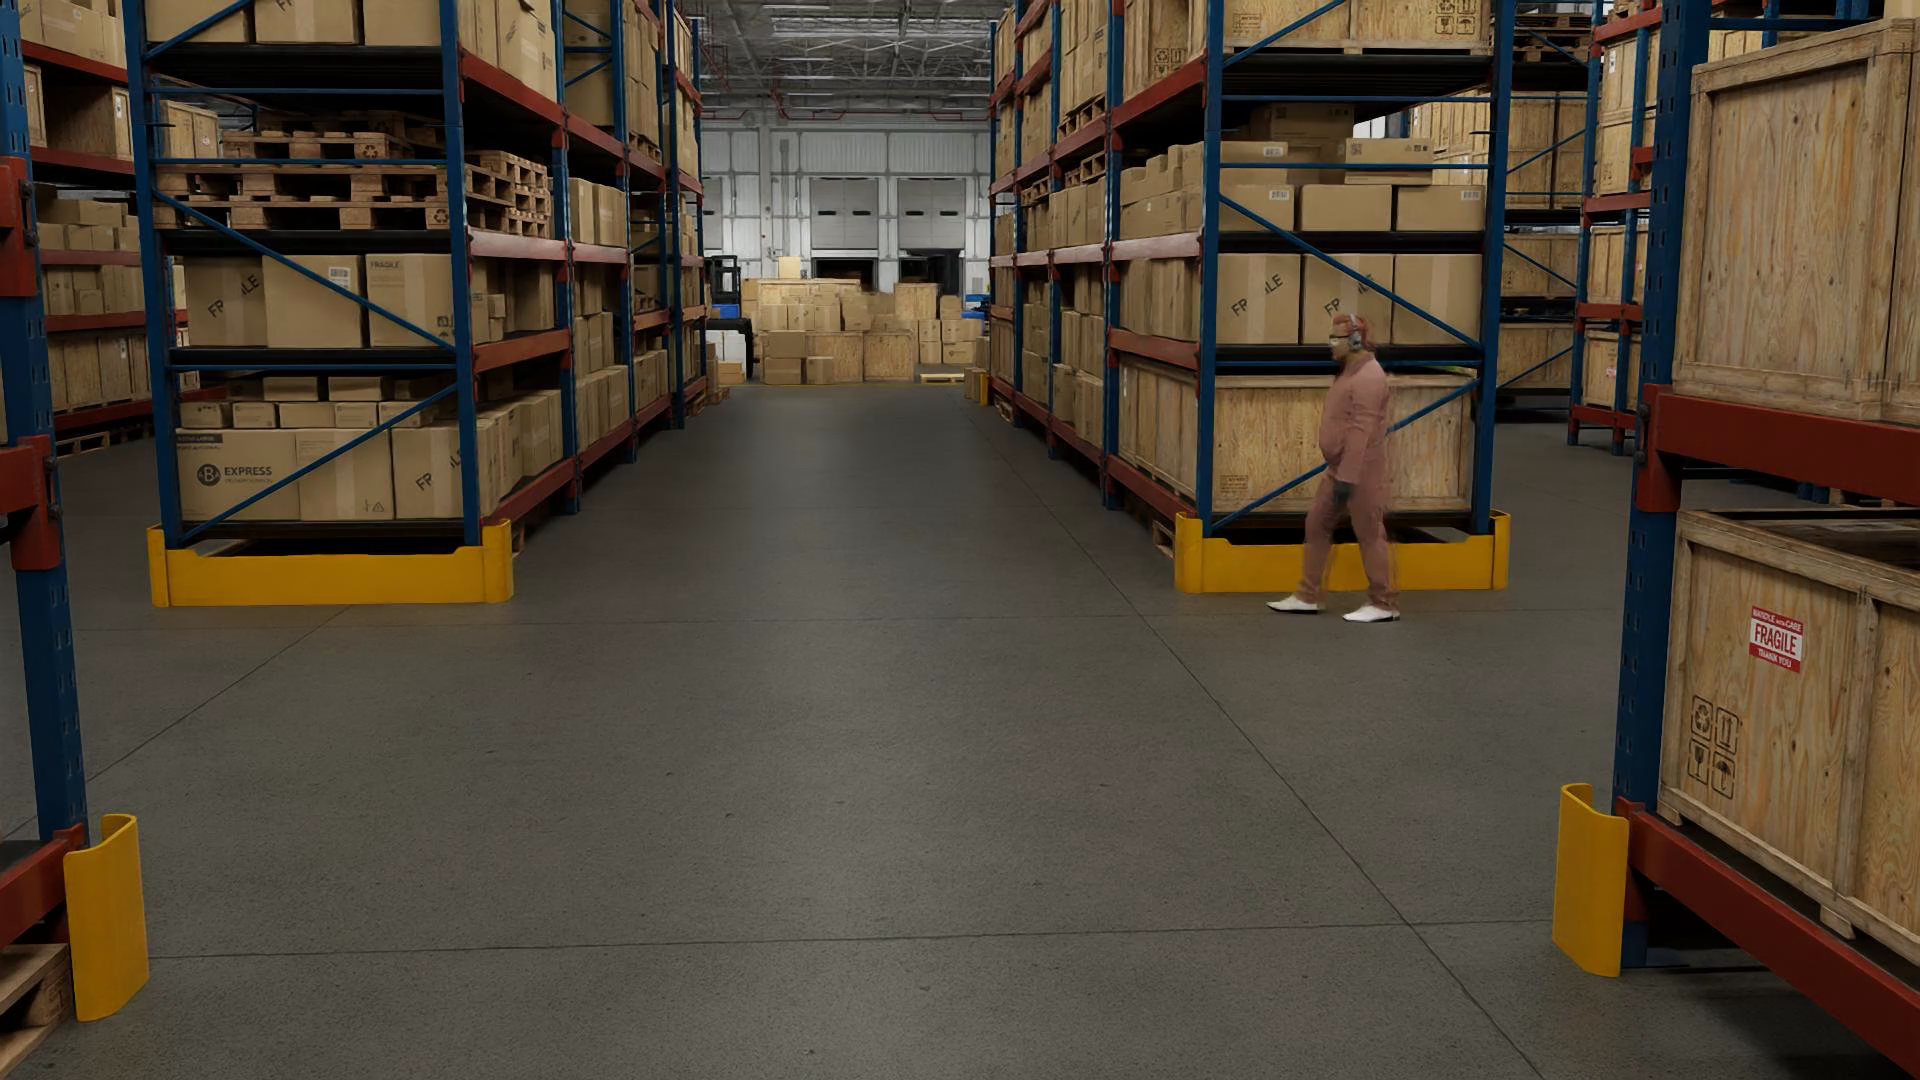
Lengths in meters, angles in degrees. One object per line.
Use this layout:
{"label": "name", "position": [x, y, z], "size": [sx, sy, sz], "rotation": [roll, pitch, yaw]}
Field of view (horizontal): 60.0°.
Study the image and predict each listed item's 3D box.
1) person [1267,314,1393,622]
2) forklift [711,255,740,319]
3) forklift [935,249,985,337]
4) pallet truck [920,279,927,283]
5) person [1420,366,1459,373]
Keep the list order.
{"label": "person", "position": [2.271, -0.422, 10.104], "size": [0.854, 1.873, 0.670], "rotation": [0, 9, -2]}
{"label": "forklift", "position": [-8.400, -8.786, 59.500], "size": [1.129, 2.768, 1.873], "rotation": [-1, 9, -4]}
{"label": "forklift", "position": [-0.337, -6.664, 46.173], "size": [1.873, 2.768, 1.129], "rotation": [-5, 10, -28]}
{"label": "pallet truck", "position": [-0.932, -8.922, 63.114], "size": [1.885, 1.965, 0.823], "rotation": [2, 9, 13]}
{"label": "person", "position": [4.269, -1.108, 15.031], "size": [0.330, 1.687, 0.576], "rotation": [-6, 11, -34]}
